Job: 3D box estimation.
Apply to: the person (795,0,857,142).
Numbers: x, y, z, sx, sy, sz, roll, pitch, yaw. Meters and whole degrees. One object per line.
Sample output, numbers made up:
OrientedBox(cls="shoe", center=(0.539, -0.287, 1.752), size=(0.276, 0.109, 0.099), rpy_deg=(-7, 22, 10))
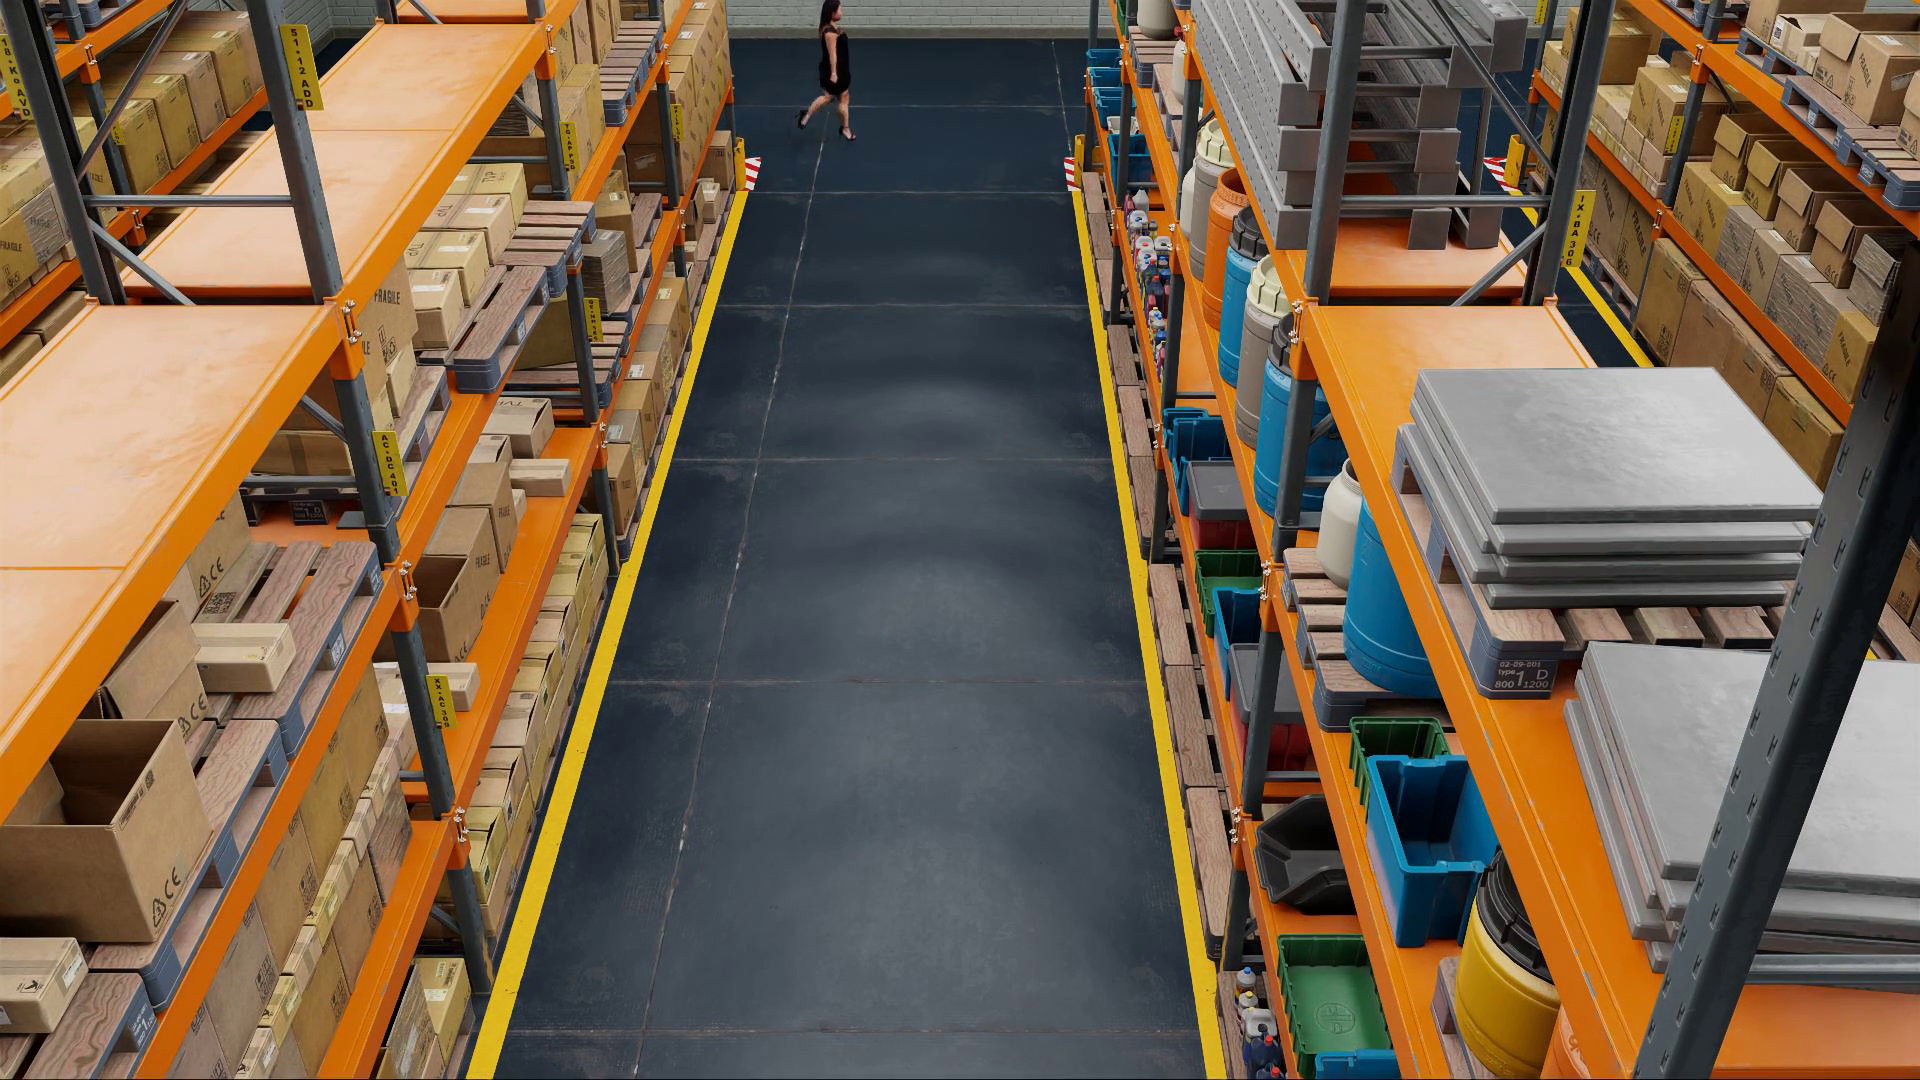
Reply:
OrientedBox(cls="person", center=(-1.586, -5.557, 19.776), size=(0.839, 1.697, 0.959), rpy_deg=(-7, 34, -10))
